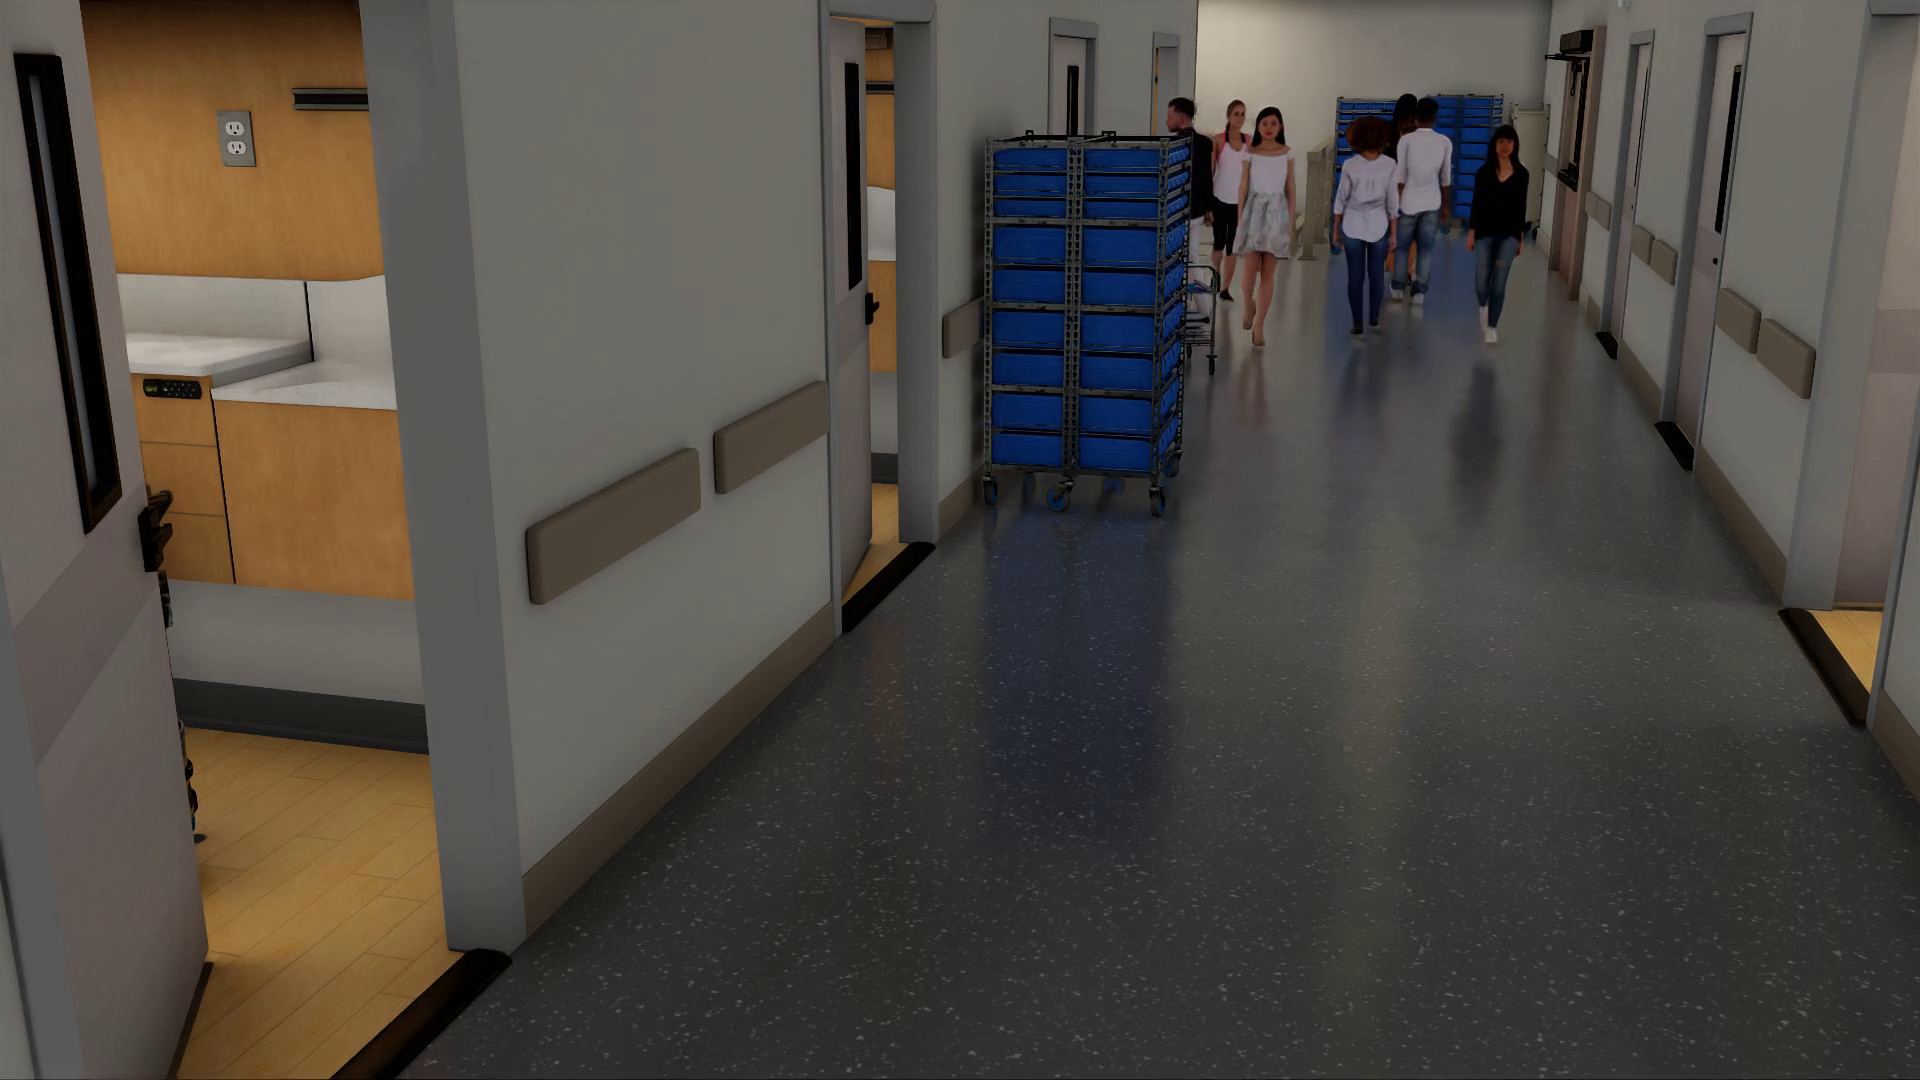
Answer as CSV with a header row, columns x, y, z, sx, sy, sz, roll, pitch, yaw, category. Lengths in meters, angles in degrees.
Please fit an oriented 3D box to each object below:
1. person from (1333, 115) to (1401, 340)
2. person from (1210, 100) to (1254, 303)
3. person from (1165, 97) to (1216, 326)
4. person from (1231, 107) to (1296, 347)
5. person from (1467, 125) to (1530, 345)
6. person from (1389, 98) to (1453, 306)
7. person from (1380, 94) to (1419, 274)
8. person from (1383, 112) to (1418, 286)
x,y,z,sx,sy,sz,roll,pitch,yaw,category
3.151,-2.403,12.878,0.745,1.688,1.015,2,16,6,person
2.399,-3.039,14.970,0.747,1.776,0.787,-1,16,-4,person
1.812,-2.592,13.331,0.807,1.805,0.892,-10,19,-31,person
2.303,-2.361,12.593,0.714,1.762,0.824,1,16,3,person
4.116,-2.330,12.735,0.618,1.624,1.002,6,17,19,person
4.069,-2.965,14.690,0.728,1.785,0.998,2,16,7,person
4.563,-3.686,17.205,0.717,1.809,0.701,10,18,31,person
4.193,-3.189,15.730,0.619,1.654,0.575,5,17,18,person
